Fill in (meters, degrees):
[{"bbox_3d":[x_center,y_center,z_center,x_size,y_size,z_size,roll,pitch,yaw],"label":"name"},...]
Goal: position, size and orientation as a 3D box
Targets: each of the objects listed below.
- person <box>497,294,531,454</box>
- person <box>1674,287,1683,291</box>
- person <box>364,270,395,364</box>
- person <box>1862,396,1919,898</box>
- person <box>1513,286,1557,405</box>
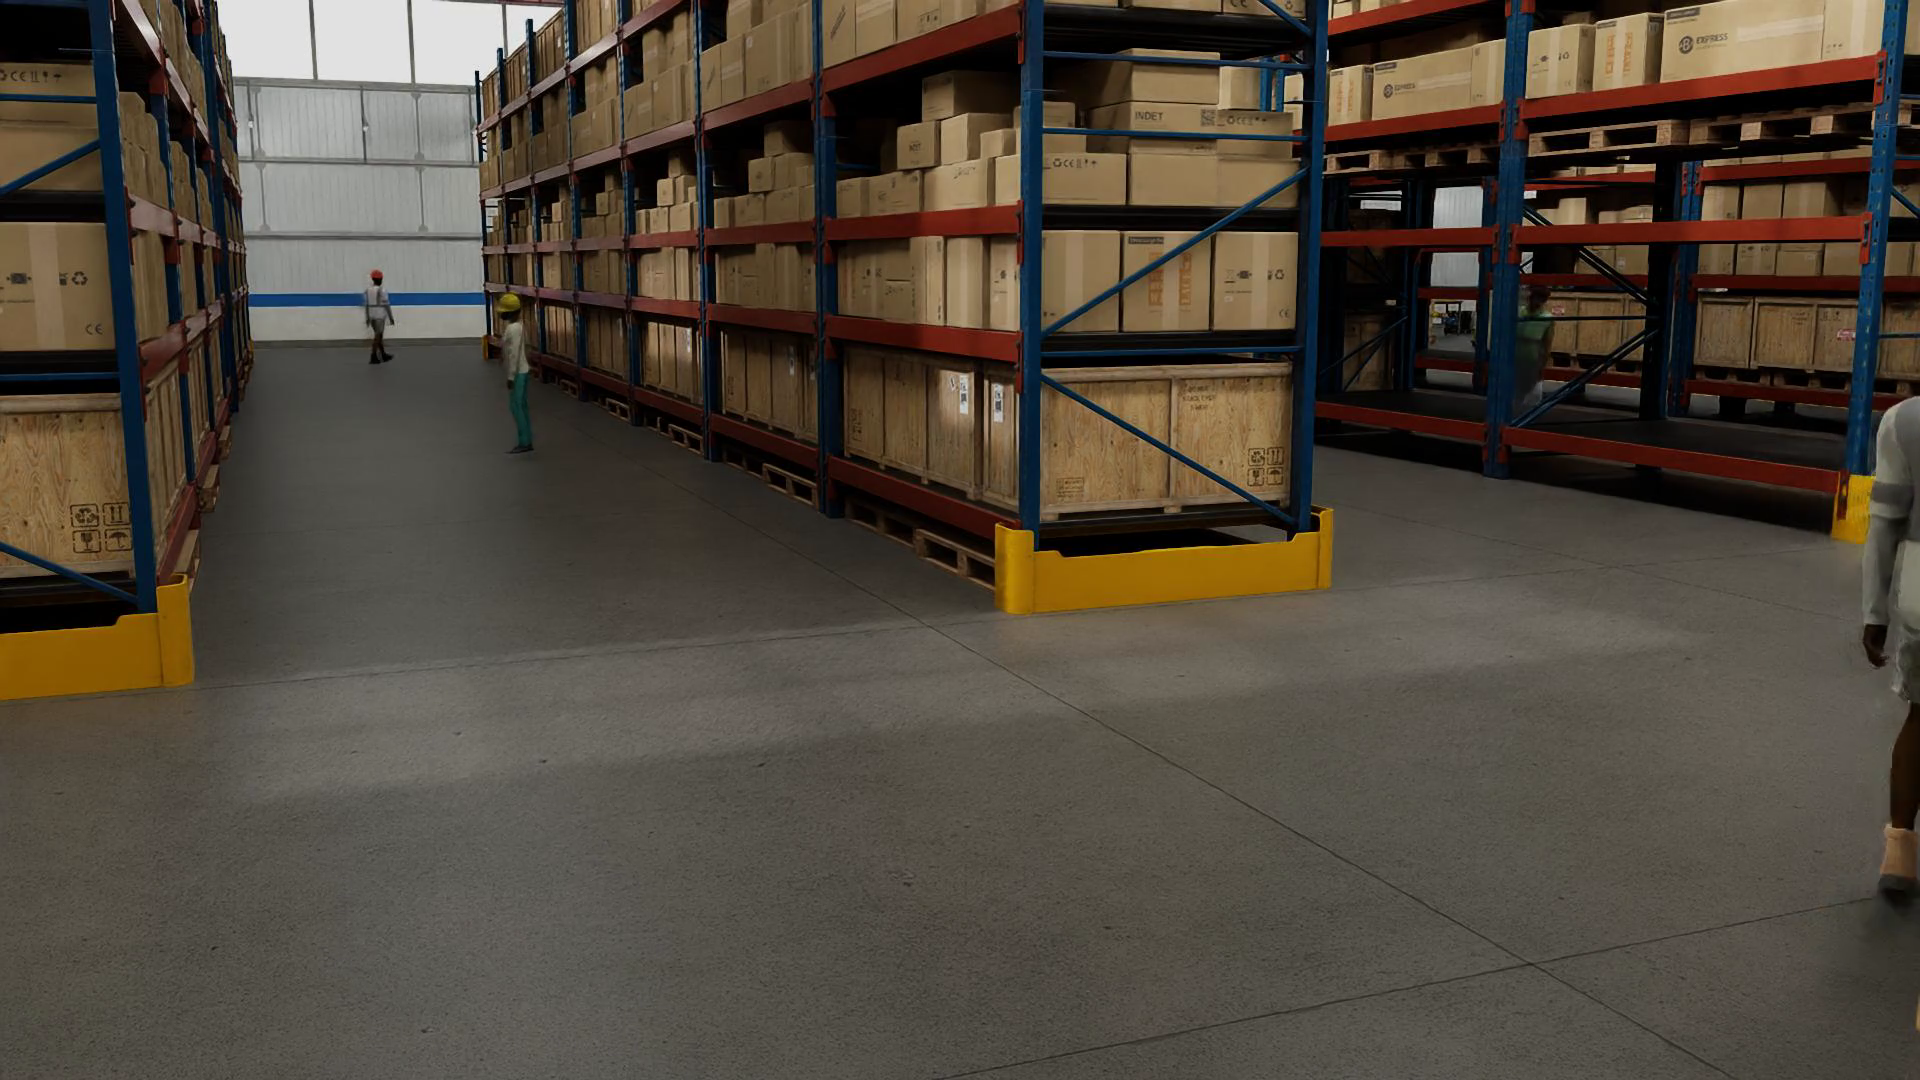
[{"bbox_3d":[-4.857,-1.808,18.150,0.309,1.733,0.684,-3,10,-15],"label":"person"},{"bbox_3d":[14.269,-4.436,33.289,0.627,1.909,0.920,-5,11,-25],"label":"person"},{"bbox_3d":[-11.945,-4.603,34.333,0.545,1.900,0.940,4,10,24],"label":"person"},{"bbox_3d":[3.127,0.211,5.125,0.517,2.027,0.606,-9,13,-43],"label":"person"},{"bbox_3d":[6.692,-2.094,19.650,0.397,1.805,0.716,-7,12,-36],"label":"person"}]
